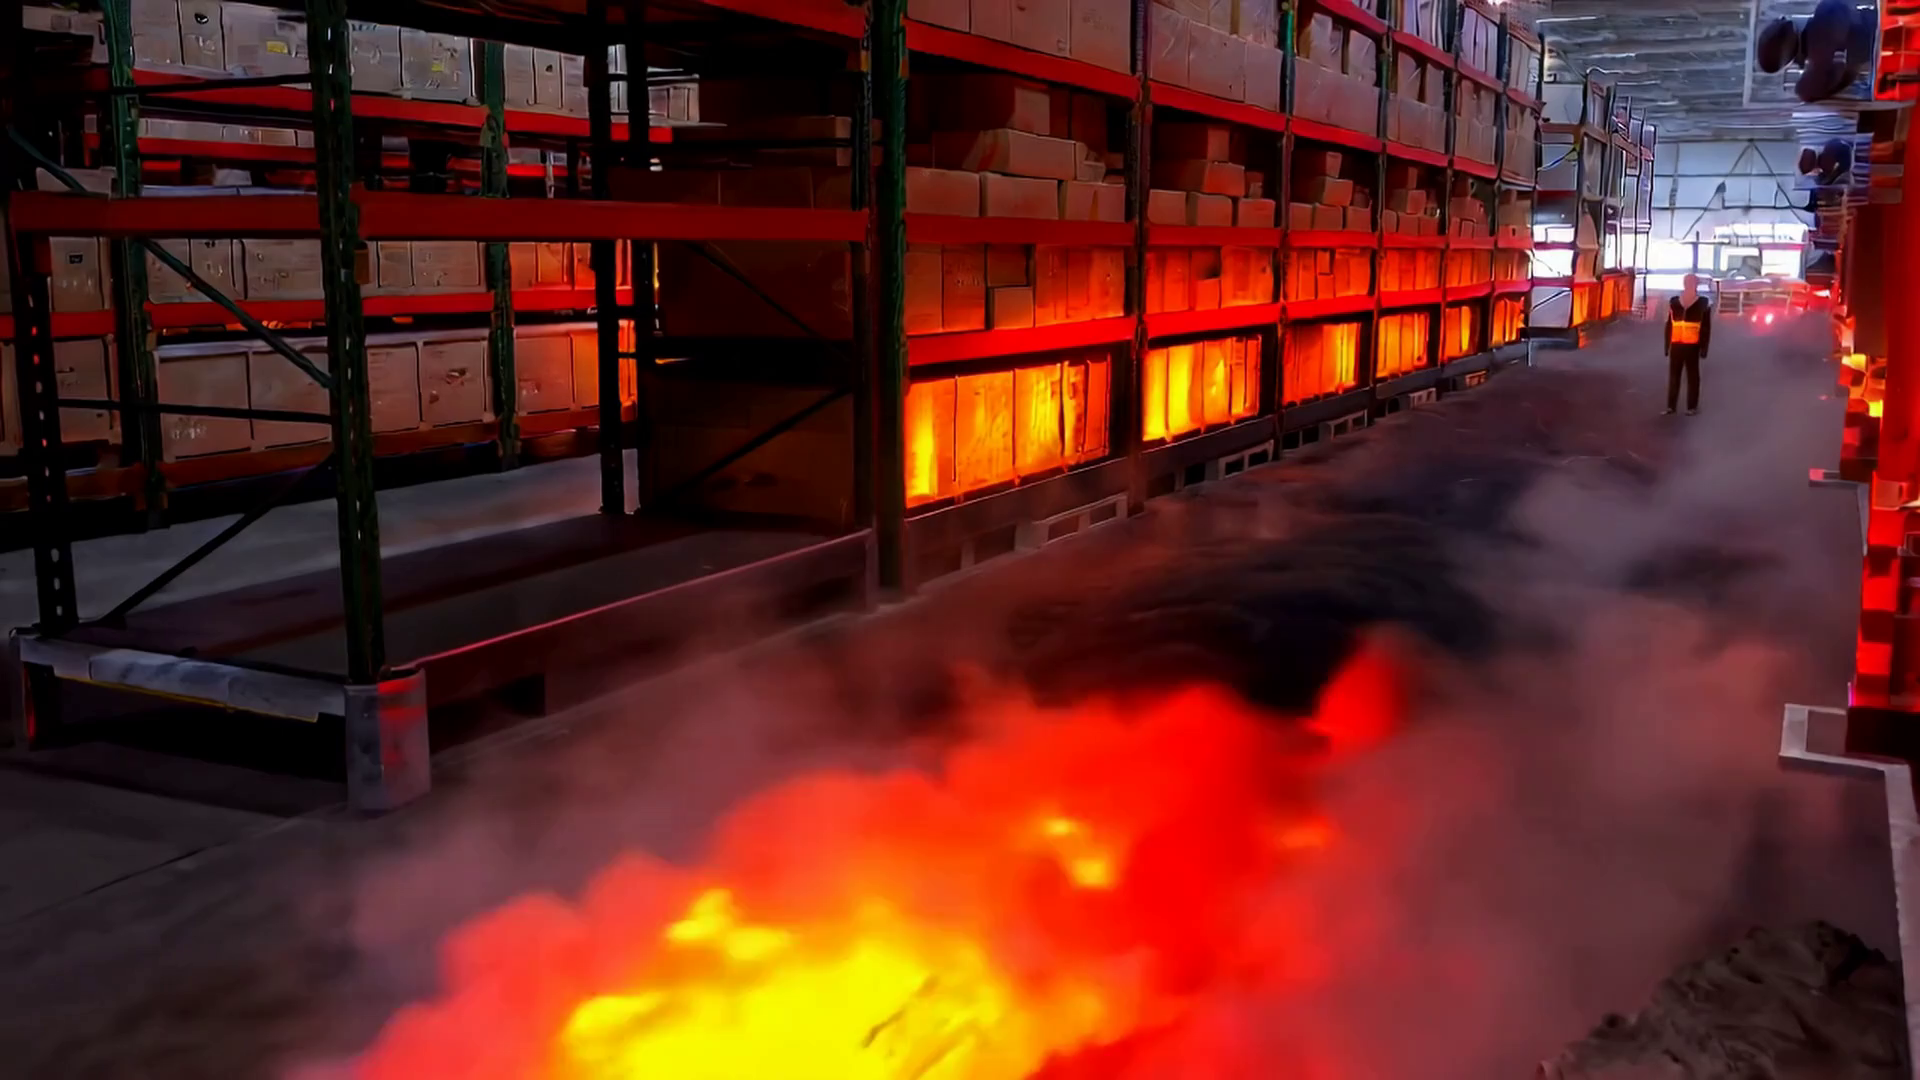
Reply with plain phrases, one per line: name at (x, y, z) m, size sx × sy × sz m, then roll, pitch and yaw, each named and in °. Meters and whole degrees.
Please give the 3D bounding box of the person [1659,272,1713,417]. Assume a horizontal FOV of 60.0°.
person at (9.704, -2.604, 22.203) m, size 0.392 × 1.920 × 0.589 m, roll -9°, pitch 13°, yaw -42°
